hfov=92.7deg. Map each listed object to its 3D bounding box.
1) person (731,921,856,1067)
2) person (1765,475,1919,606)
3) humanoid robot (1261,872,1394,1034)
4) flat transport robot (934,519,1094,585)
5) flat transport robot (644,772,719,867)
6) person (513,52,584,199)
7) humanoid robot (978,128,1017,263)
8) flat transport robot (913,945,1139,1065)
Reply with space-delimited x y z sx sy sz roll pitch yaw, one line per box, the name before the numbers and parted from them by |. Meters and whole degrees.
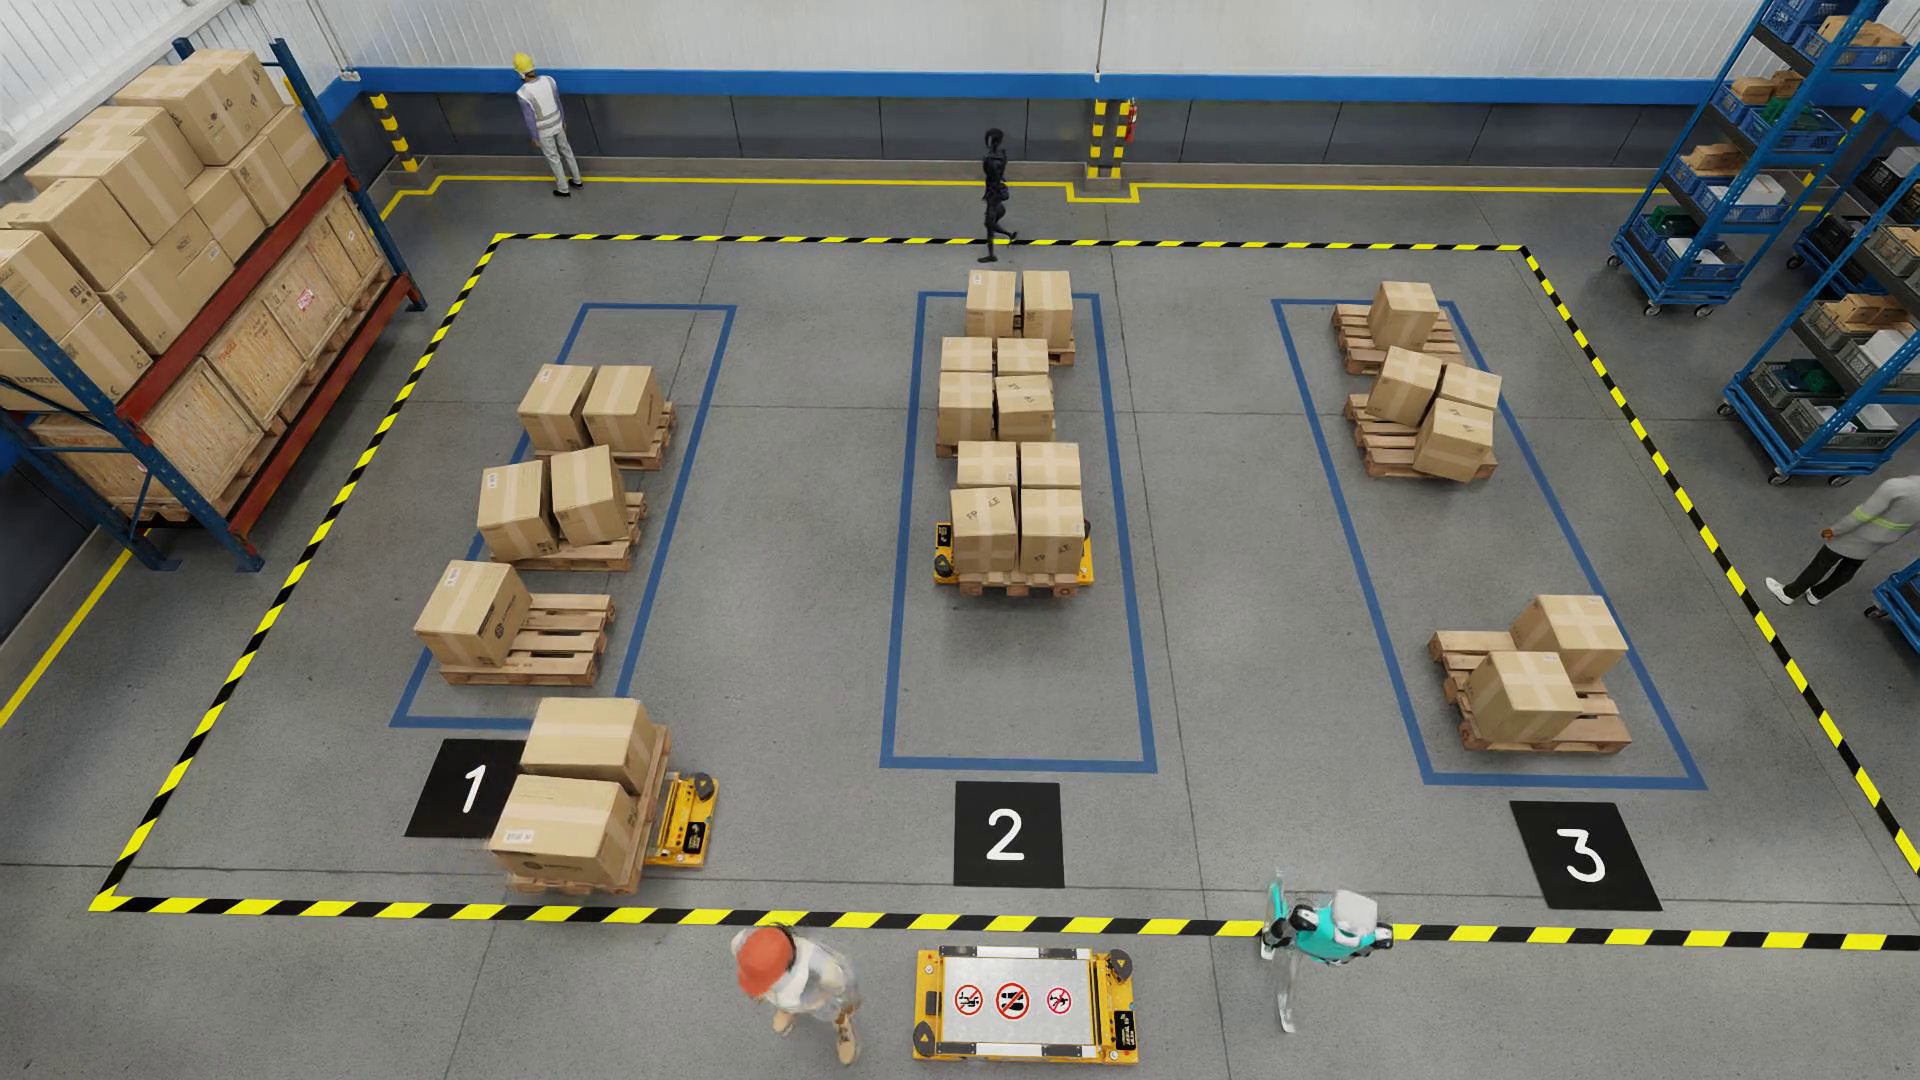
person | -0.902 2.597 5.251 0.684 2.022 0.481 12 52 10
person | 7.485 -0.098 7.543 0.596 1.852 0.365 3 51 2
humanoid robot | 2.130 2.347 5.627 0.540 1.760 0.908 10 51 8
flat transport robot | 0.490 0.087 8.397 1.431 0.197 0.652 1 51 1
flat transport robot | -2.575 2.053 6.794 1.431 0.197 0.652 1 51 1
person | -5.325 -5.325 11.815 0.404 1.836 0.589 22 54 17
humanoid robot | 0.478 -4.074 10.906 0.519 1.644 0.594 -8 51 -6
flat transport robot | 0.422 3.041 6.007 1.431 0.231 0.659 1 51 1
